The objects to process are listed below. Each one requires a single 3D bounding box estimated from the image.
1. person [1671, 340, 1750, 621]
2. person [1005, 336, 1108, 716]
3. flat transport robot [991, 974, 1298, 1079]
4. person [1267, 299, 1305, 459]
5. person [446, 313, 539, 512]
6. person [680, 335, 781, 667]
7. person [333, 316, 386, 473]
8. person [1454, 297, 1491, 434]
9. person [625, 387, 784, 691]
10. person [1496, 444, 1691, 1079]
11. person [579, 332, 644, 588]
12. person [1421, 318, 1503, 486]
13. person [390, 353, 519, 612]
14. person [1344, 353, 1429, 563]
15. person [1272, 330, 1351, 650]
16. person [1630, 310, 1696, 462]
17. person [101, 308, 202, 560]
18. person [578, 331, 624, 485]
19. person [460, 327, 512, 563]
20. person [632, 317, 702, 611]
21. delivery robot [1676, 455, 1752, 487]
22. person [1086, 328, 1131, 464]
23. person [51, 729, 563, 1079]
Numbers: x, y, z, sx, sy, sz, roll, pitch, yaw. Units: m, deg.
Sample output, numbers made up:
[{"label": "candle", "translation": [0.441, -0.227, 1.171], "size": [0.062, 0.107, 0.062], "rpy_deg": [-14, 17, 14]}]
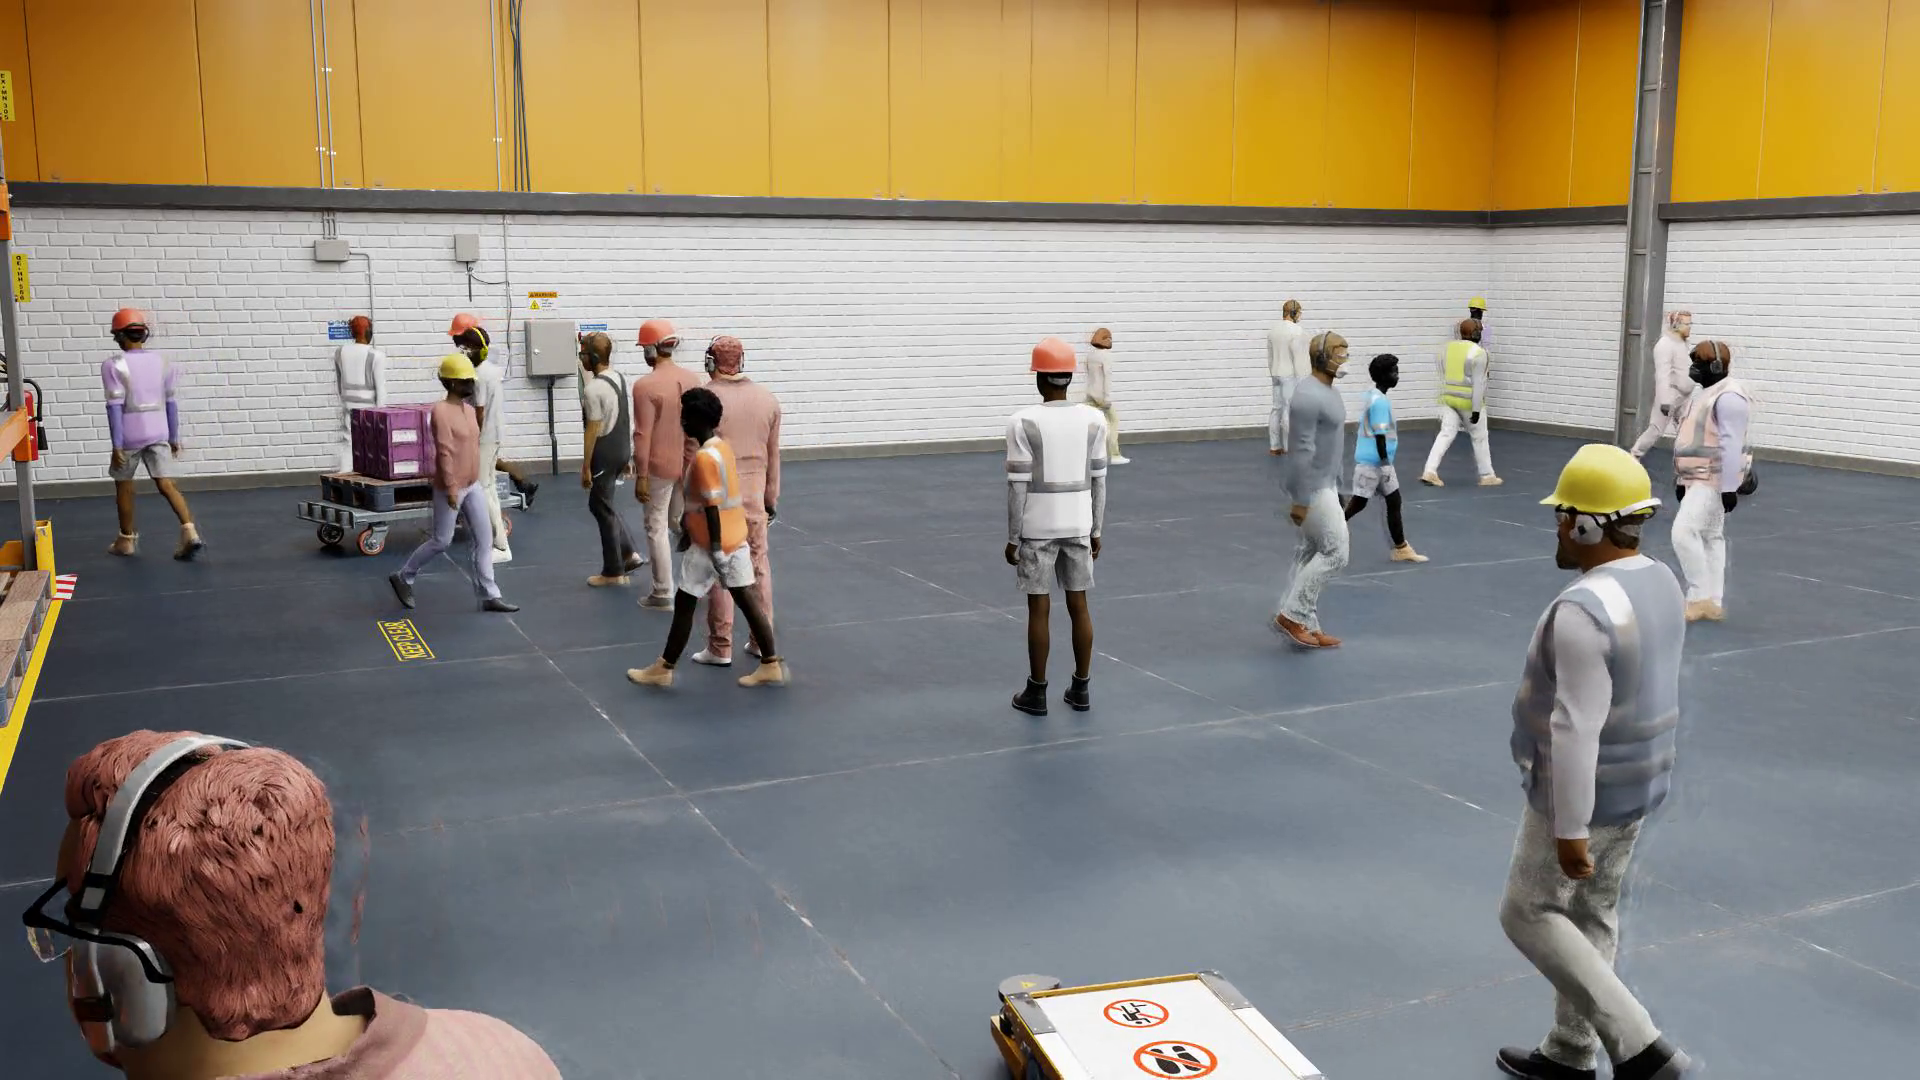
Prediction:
[{"label": "person", "translation": [4.769, -0.371, 10.741], "size": [0.535, 1.827, 0.659], "rpy_deg": [1, 9, 9]}, {"label": "person", "translation": [0.479, -0.067, 8.511], "size": [0.545, 1.942, 0.349], "rpy_deg": [-3, 10, -19]}, {"label": "flat transport robot", "translation": [0.589, 1.452, 4.248], "size": [0.652, 0.197, 1.431], "rpy_deg": [-2, 10, -15]}, {"label": "person", "translation": [3.982, -1.955, 20.249], "size": [0.370, 1.934, 0.627], "rpy_deg": [-4, 10, -25]}, {"label": "person", "translation": [-4.390, -1.141, 15.303], "size": [0.862, 1.903, 0.559], "rpy_deg": [-2, 9, -12]}, {"label": "person", "translation": [-1.341, -0.227, 9.610], "size": [0.651, 1.906, 0.403], "rpy_deg": [-8, 12, -40]}, {"label": "person", "translation": [-5.893, -1.296, 16.473], "size": [0.578, 1.832, 0.989], "rpy_deg": [1, 9, 8]}, {"label": "person", "translation": [7.207, -2.452, 23.384], "size": [0.390, 1.919, 0.583], "rpy_deg": [-7, 12, -38]}, {"label": "person", "translation": [-1.352, 0.004, 8.963], "size": [0.848, 1.643, 0.526], "rpy_deg": [1, 9, 8]}, {"label": "person", "translation": [1.715, 0.653, 4.425], "size": [0.597, 1.817, 0.495], "rpy_deg": [-8, 12, -42]}, {"label": "person", "translation": [-2.555, -0.559, 11.867], "size": [0.399, 1.835, 0.521], "rpy_deg": [2, 9, 14]}, {"label": "person", "translation": [5.310, -1.447, 17.565], "size": [0.980, 1.798, 0.632], "rpy_deg": [-5, 10, -29]}, {"label": "person", "translation": [-3.385, -0.373, 11.034], "size": [0.804, 1.738, 0.523], "rpy_deg": [3, 10, 16]}, {"label": "person", "translation": [3.163, -0.622, 12.881], "size": [0.898, 1.655, 0.537], "rpy_deg": [2, 9, 14]}, {"label": "person", "translation": [2.154, -0.281, 9.911], "size": [0.433, 1.925, 0.630], "rpy_deg": [4, 10, 22]}, {"label": "person", "translation": [7.687, -1.559, 18.015], "size": [0.657, 1.865, 0.980], "rpy_deg": [-8, 12, -39]}, {"label": "person", "translation": [-6.393, -0.827, 13.092], "size": [1.016, 1.998, 0.611], "rpy_deg": [6, 11, 33]}, {"label": "person", "translation": [-3.830, -1.388, 17.634], "size": [0.514, 1.642, 0.310], "rpy_deg": [5, 11, 31]}, {"label": "person", "translation": [-3.684, -0.734, 12.969], "size": [0.379, 1.842, 0.608], "rpy_deg": [0, 9, -2]}, {"label": "person", "translation": [-1.864, -0.484, 11.015], "size": [0.651, 1.970, 0.632], "rpy_deg": [6, 11, 32]}, {"label": "delivery robot", "translation": [7.682, -0.787, 16.973], "size": [0.477, 0.478, 0.707], "rpy_deg": [-5, 10, -29]}, {"label": "person", "translation": [1.717, -1.667, 19.431], "size": [0.695, 1.604, 0.530], "rpy_deg": [-5, 11, -30]}, {"label": "person", "translation": [-0.638, 1.092, 1.485], "size": [0.450, 1.890, 0.646], "rpy_deg": [4, 10, 23]}]
